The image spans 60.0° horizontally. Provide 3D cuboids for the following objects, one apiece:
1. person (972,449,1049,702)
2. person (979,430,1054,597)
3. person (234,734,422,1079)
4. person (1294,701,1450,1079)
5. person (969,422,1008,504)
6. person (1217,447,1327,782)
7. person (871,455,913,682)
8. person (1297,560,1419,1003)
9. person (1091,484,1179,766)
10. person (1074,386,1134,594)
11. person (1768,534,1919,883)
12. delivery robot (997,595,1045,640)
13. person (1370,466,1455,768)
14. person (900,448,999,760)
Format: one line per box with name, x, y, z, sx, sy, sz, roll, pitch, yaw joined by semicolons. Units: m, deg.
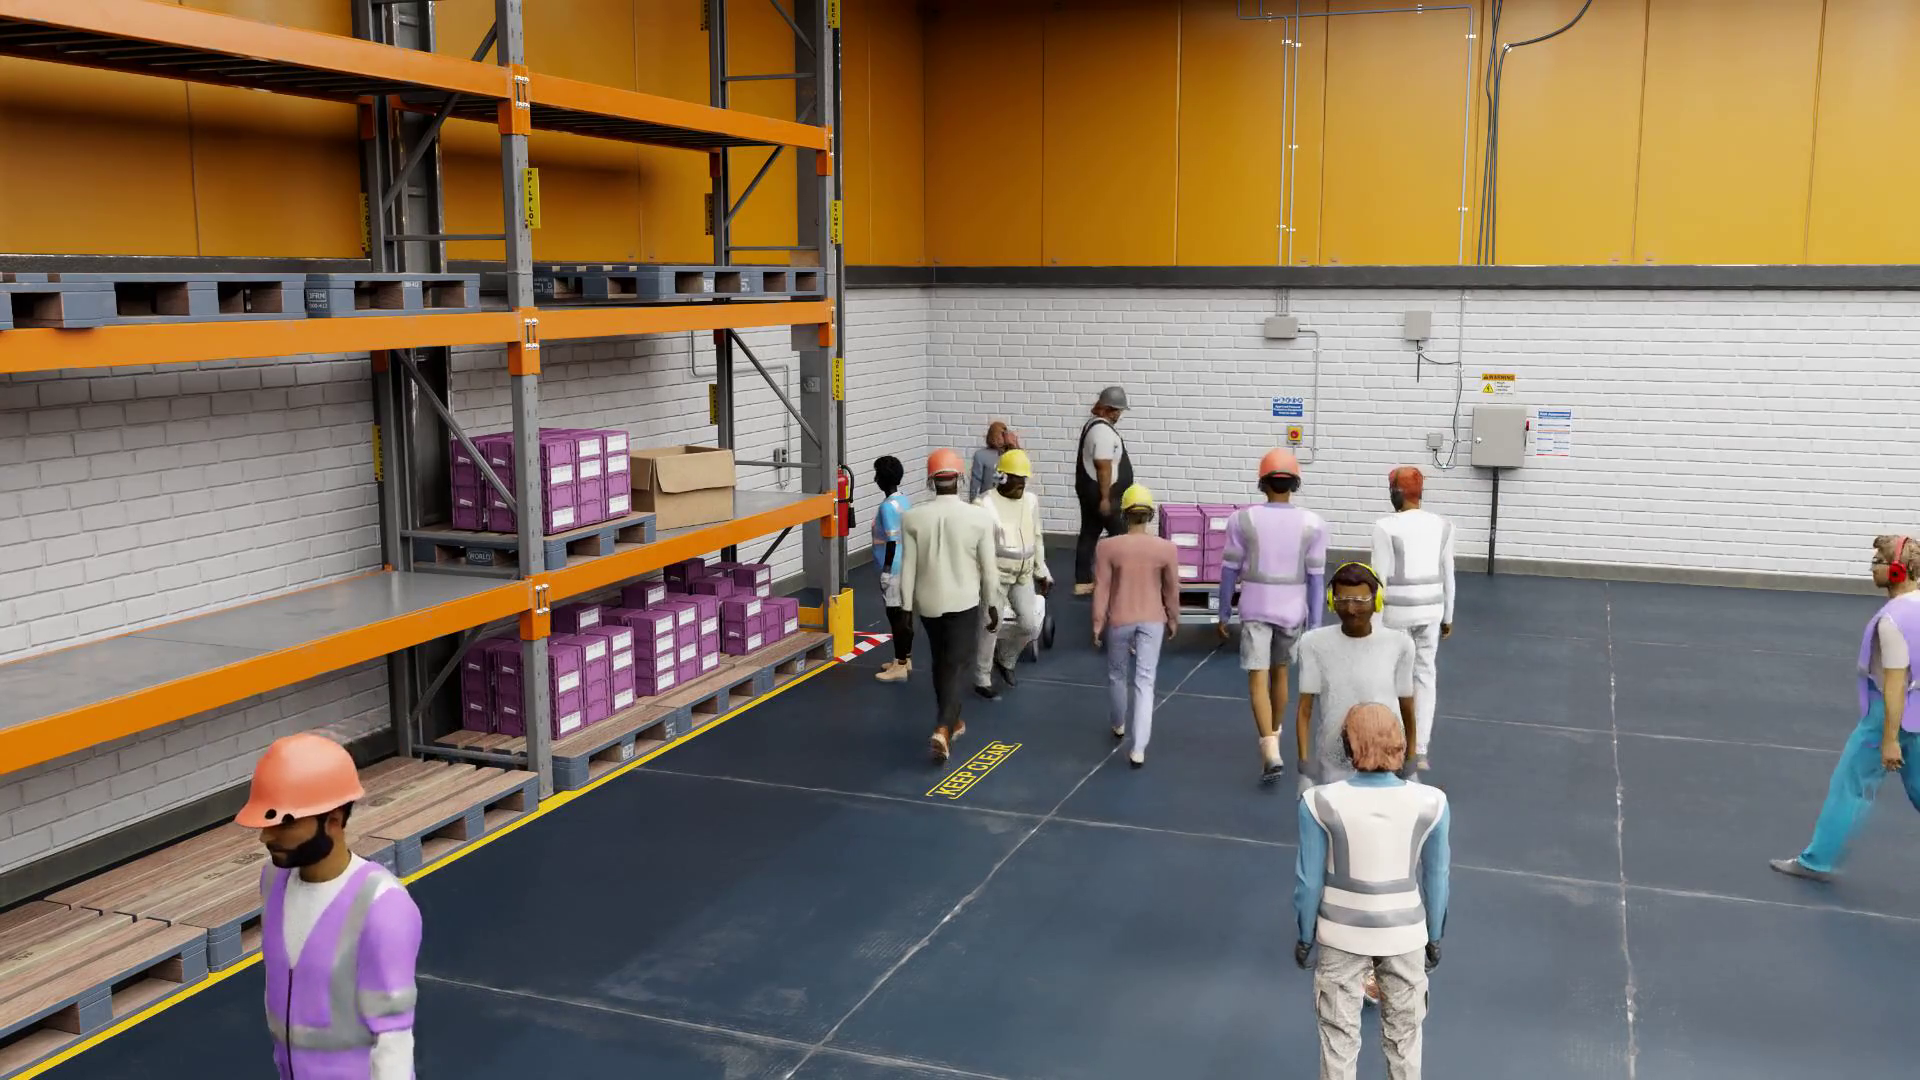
person;0.336;0.250;11.873;0.609;1.808;0.430;-6;11;-35
person;0.530;-0.247;15.635;0.809;1.598;0.542;6;11;35
person;-1.632;1.433;4.101;0.571;1.913;0.780;5;10;30
person;1.367;1.343;5.546;0.510;1.639;0.308;0;9;2
person;0.356;-0.395;16.618;0.506;1.580;0.872;-6;11;-32
person;1.902;0.437;10.099;0.620;2.002;0.995;0;9;2
person;-0.505;0.211;12.464;0.317;1.697;0.540;1;9;9
person;1.672;1.005;7.072;0.516;1.824;0.920;3;10;21
person;1.105;0.505;10.515;0.547;1.715;0.908;0;9;3
person;1.386;-0.472;15.679;0.681;2.000;0.759;-1;9;-9
person;4.543;0.867;8.042;0.580;1.802;0.989;-8;12;-40
delivery robot;0.479;0.598;13.316;0.477;0.478;0.707;2;9;10
person;2.789;0.480;10.287;0.592;1.853;0.472;-2;9;-11
person;-0.084;0.397;10.534;0.615;1.947;0.987;2;9;11
